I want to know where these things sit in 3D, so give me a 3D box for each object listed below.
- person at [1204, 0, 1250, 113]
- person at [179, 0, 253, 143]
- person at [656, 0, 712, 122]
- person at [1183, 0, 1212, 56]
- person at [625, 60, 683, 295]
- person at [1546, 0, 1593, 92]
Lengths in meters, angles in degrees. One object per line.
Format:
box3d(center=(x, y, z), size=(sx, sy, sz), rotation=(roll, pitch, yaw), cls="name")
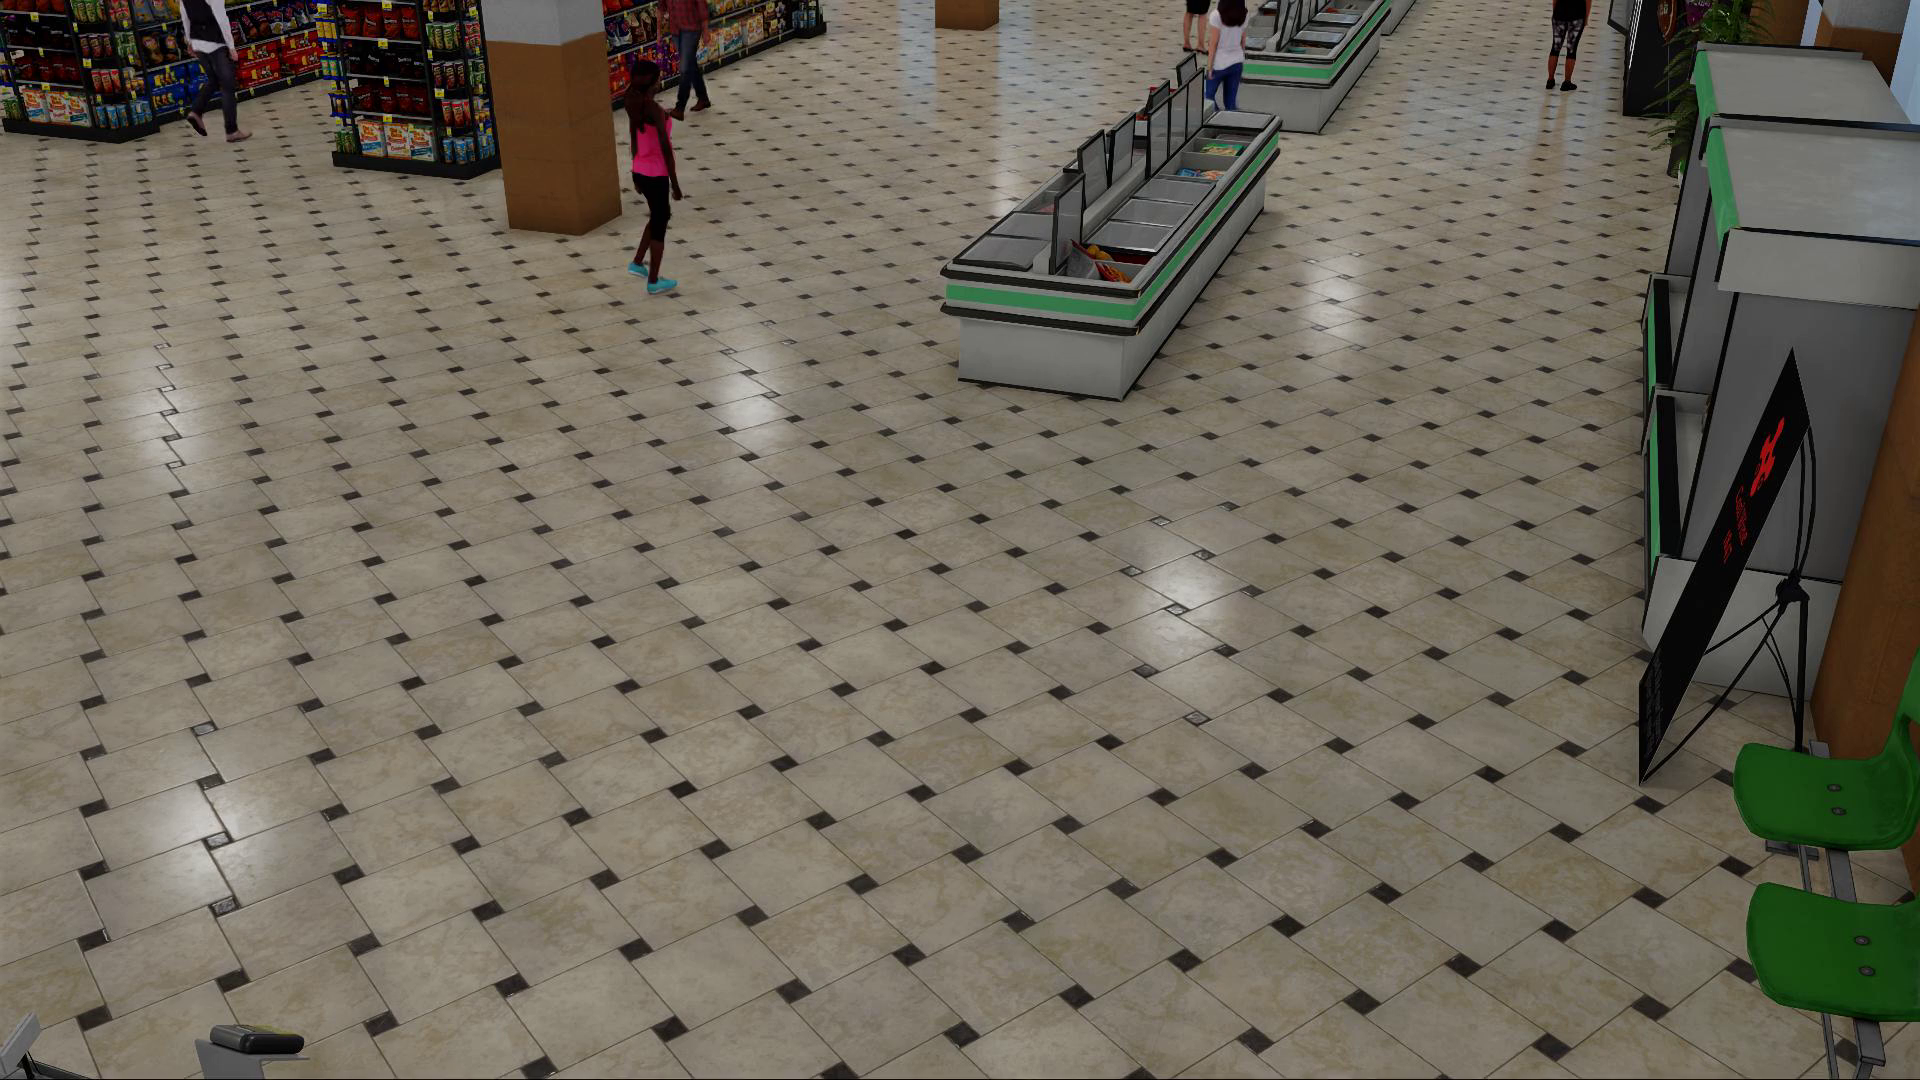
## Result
box3d(center=(2.585, -4.489, 15.906), size=(0.754, 1.675, 0.813), rotation=(-10, 29, -19), cls="person")
box3d(center=(-7.429, -4.804, 16.383), size=(0.740, 1.806, 0.901), rotation=(13, 29, 23), cls="person")
box3d(center=(-2.832, -5.349, 17.483), size=(0.834, 1.782, 1.227), rotation=(14, 30, 25), cls="person")
box3d(center=(2.961, -6.917, 20.615), size=(0.666, 1.746, 0.673), rotation=(-22, 34, -37), cls="person")
box3d(center=(-2.334, -2.628, 12.195), size=(0.760, 1.711, 0.697), rotation=(-20, 33, -34), cls="person")
box3d(center=(6.886, -5.942, 18.788), size=(0.638, 1.659, 0.613), rotation=(20, 33, 34), cls="person")
